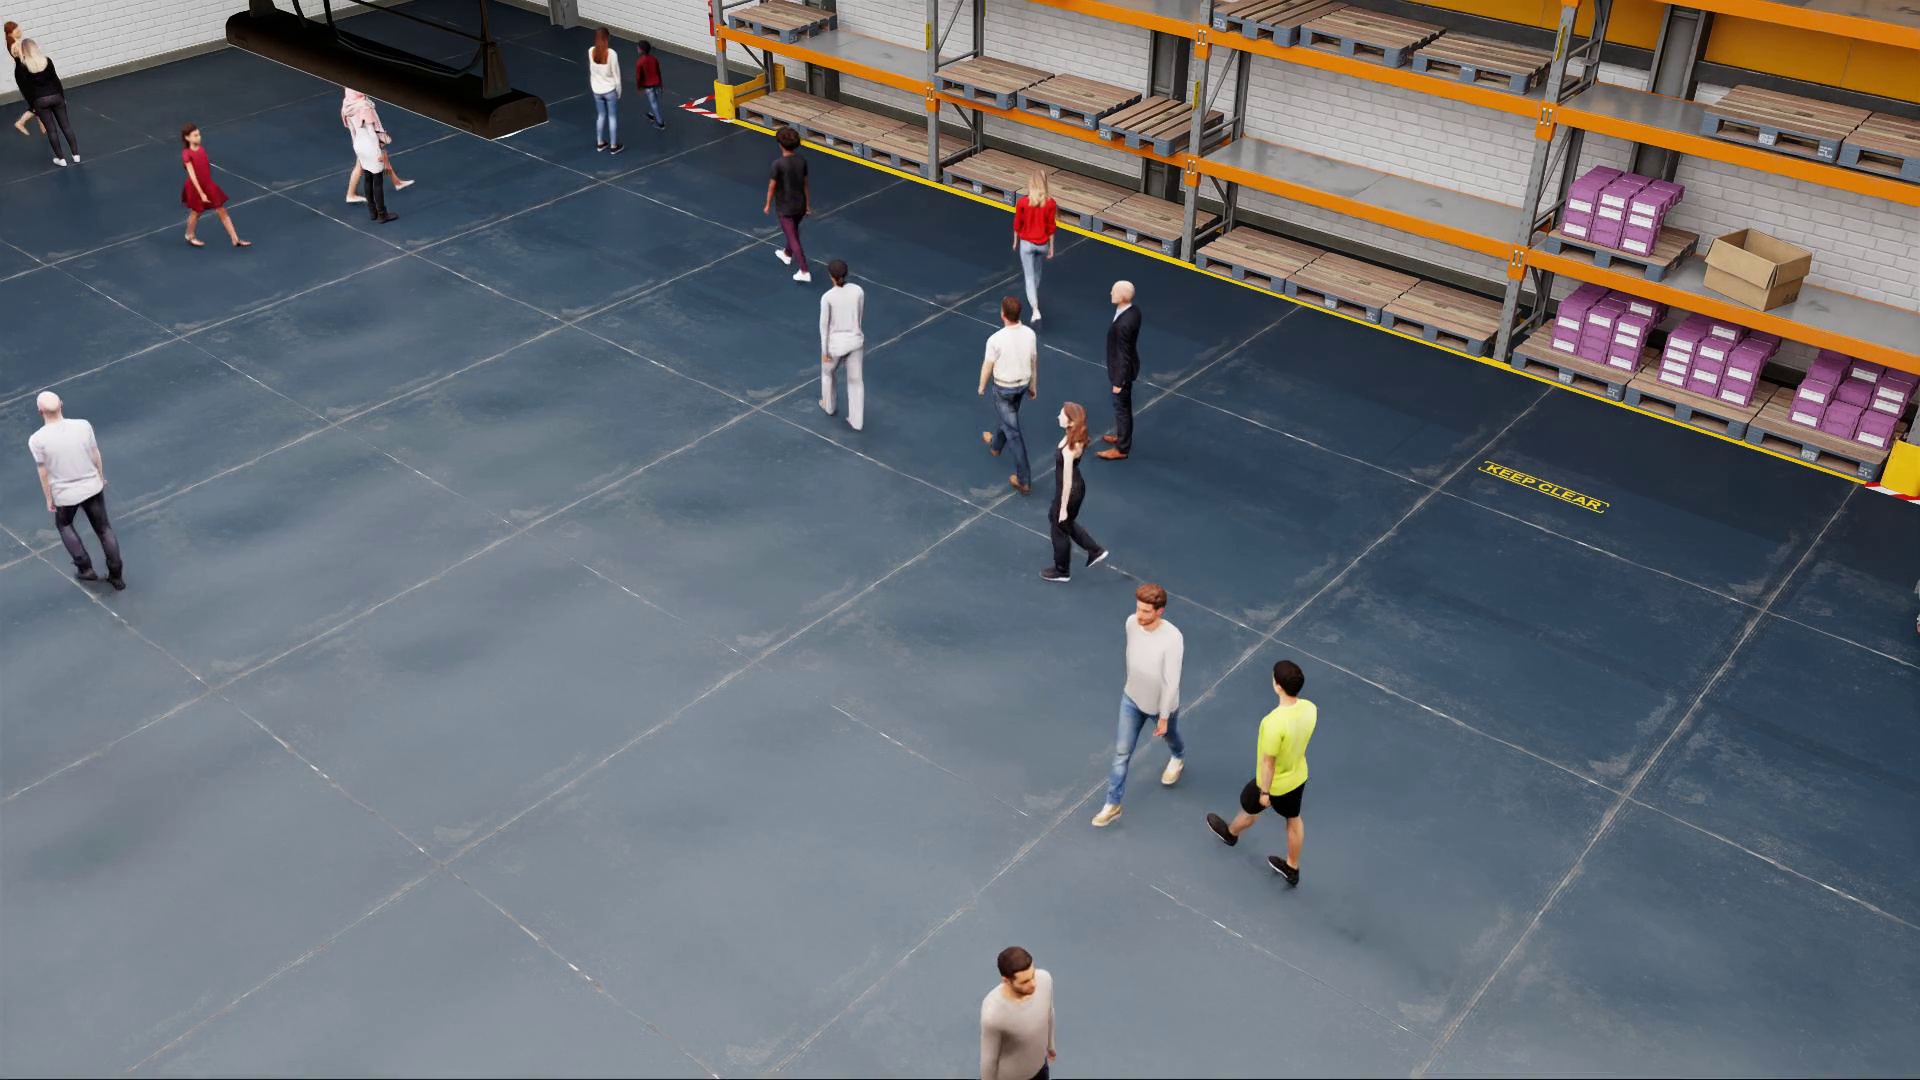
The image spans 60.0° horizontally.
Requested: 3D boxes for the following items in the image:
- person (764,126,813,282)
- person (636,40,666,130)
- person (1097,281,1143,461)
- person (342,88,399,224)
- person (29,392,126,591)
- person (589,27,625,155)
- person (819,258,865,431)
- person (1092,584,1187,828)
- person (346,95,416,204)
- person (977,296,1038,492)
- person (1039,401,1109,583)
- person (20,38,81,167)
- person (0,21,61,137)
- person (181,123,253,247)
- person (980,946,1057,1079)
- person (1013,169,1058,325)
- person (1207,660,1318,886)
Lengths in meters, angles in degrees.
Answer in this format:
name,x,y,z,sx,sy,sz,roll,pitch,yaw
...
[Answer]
name,x,y,z,sx,sy,sz,roll,pitch,yaw
person,-1.900,-3.803,19.033,0.728,1.741,1.137,-27,42,-34
person,-4.303,-6.378,23.371,0.549,1.228,0.799,-28,42,-35
person,1.538,-1.610,15.683,0.745,1.798,0.773,7,34,11
person,-7.293,-4.798,20.473,0.528,1.804,0.688,22,40,30
person,-7.276,-0.356,13.781,0.745,1.814,0.712,28,43,35
person,-4.804,-6.072,22.501,0.628,1.682,0.762,11,35,16
person,-1.095,-1.860,16.139,0.882,1.709,1.023,-13,36,-18
person,1.394,1.078,11.594,1.205,1.848,0.757,23,40,30
person,-7.564,-5.052,20.985,0.798,1.661,1.151,-23,40,-30
person,0.504,-1.301,15.215,0.935,1.802,1.303,-19,38,-26
person,0.996,-0.386,13.895,0.924,1.739,0.821,4,34,6
person,-12.127,-5.822,22.121,0.636,1.685,0.586,-25,41,-33
person,-12.959,-6.333,22.961,0.751,1.607,0.787,-25,41,-33
person,-9.107,-4.188,19.817,1.136,1.515,0.790,11,35,16
person,0.258,2.796,9.003,0.740,1.855,0.911,-27,42,-34
person,0.810,-3.166,18.140,1.045,1.670,1.155,-6,34,-9
person,2.184,1.586,10.986,0.822,1.674,1.071,-22,39,-29
